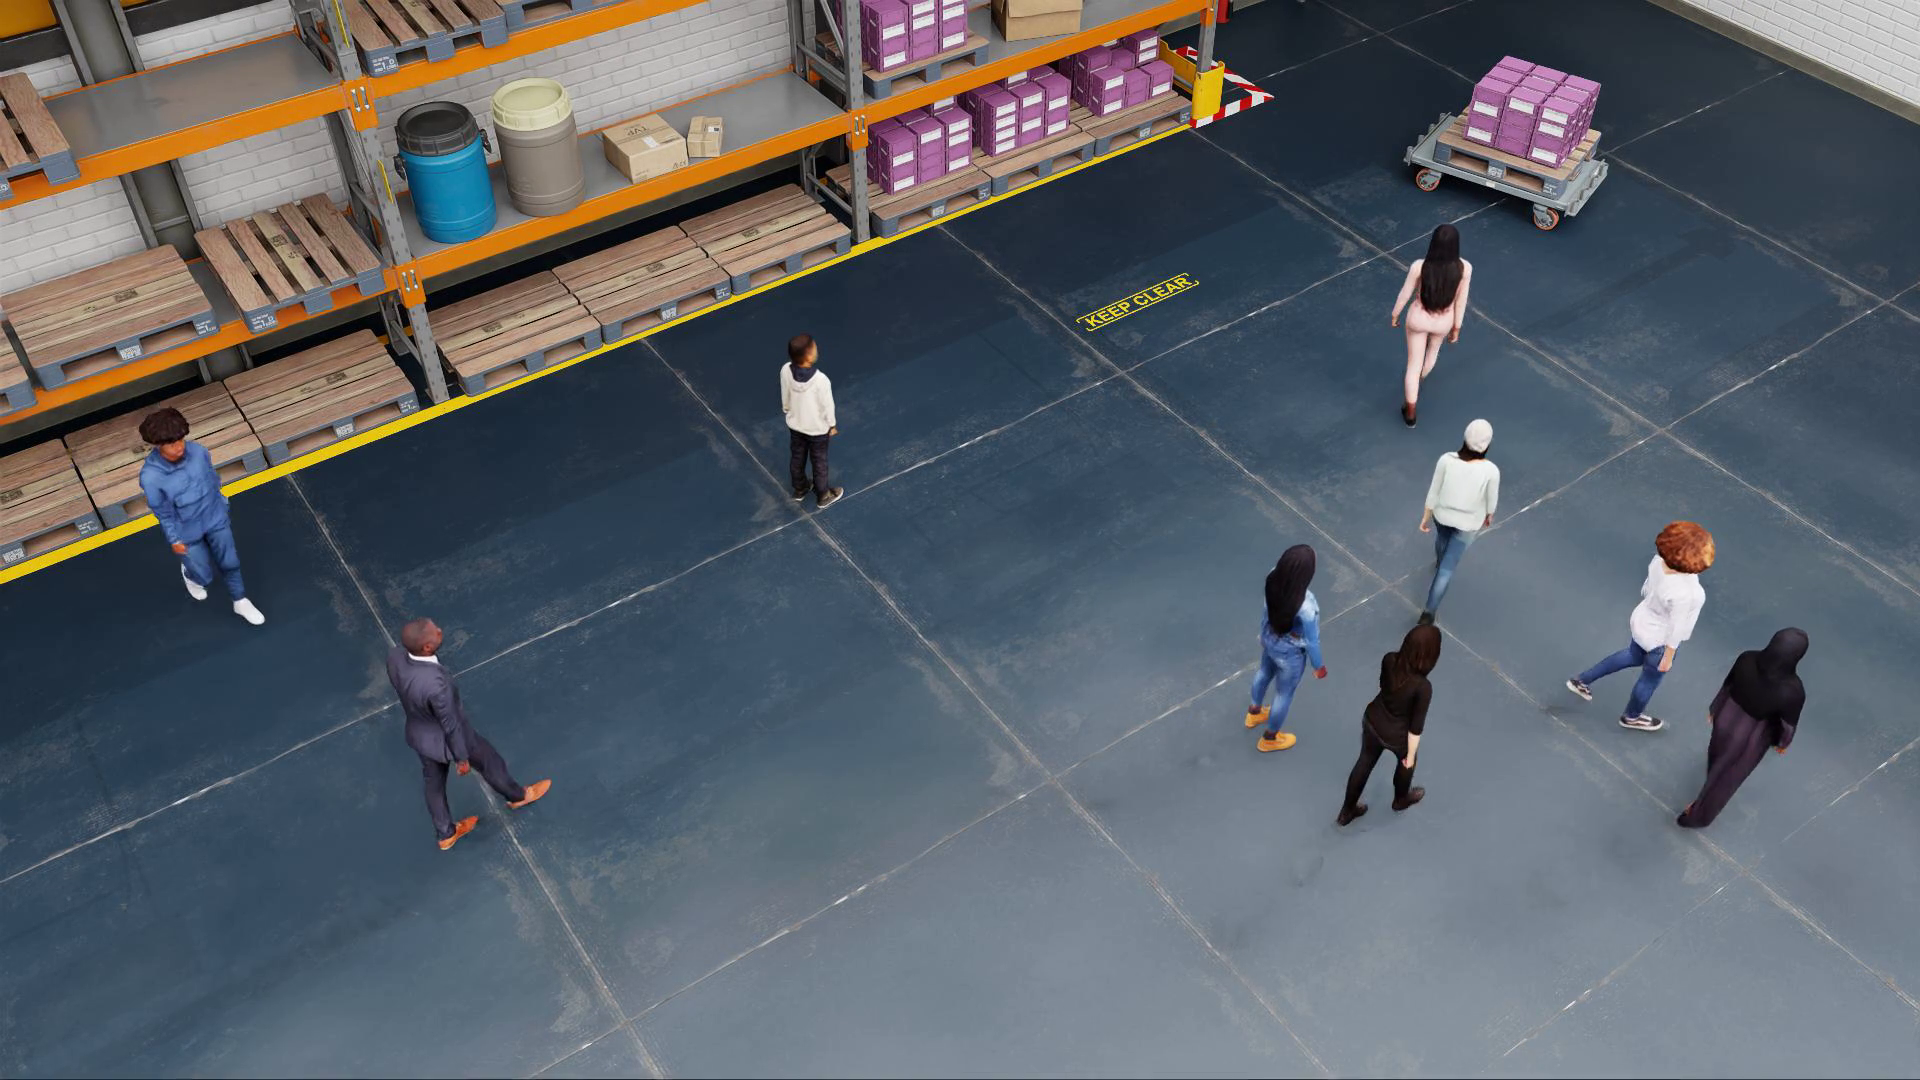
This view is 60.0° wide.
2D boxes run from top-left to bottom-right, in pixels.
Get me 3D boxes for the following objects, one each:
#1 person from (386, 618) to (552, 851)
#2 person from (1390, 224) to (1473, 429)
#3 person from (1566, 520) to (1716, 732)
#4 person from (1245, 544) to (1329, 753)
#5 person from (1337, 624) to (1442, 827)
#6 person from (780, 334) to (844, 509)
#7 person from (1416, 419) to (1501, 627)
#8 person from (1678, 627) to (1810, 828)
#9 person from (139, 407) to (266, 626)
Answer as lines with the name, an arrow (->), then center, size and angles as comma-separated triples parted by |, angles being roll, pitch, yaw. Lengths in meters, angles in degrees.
person -> -3.048, 1.178, 9.599 | 0.863, 1.800, 1.061 | 30, 51, 27
person -> 3.546, -1.578, 12.564 | 0.992, 1.700, 1.017 | 3, 44, 3
person -> 4.232, 0.559, 10.326 | 0.999, 1.693, 0.910 | 1, 44, 1
person -> 1.953, 0.689, 10.179 | 0.637, 1.707, 0.671 | -16, 46, -16
person -> 2.466, 1.146, 9.762 | 0.805, 1.622, 0.607 | -26, 49, -24
person -> -1.098, -0.852, 11.982 | 0.649, 1.452, 0.640 | 20, 47, 20
person -> 3.291, -0.081, 11.068 | 0.914, 1.597, 1.212 | 22, 48, 21
person -> 4.580, 1.116, 9.803 | 0.939, 1.609, 0.659 | -22, 48, -22
person -> -5.113, -0.159, 11.015 | 0.862, 1.783, 0.881 | 29, 51, 27
